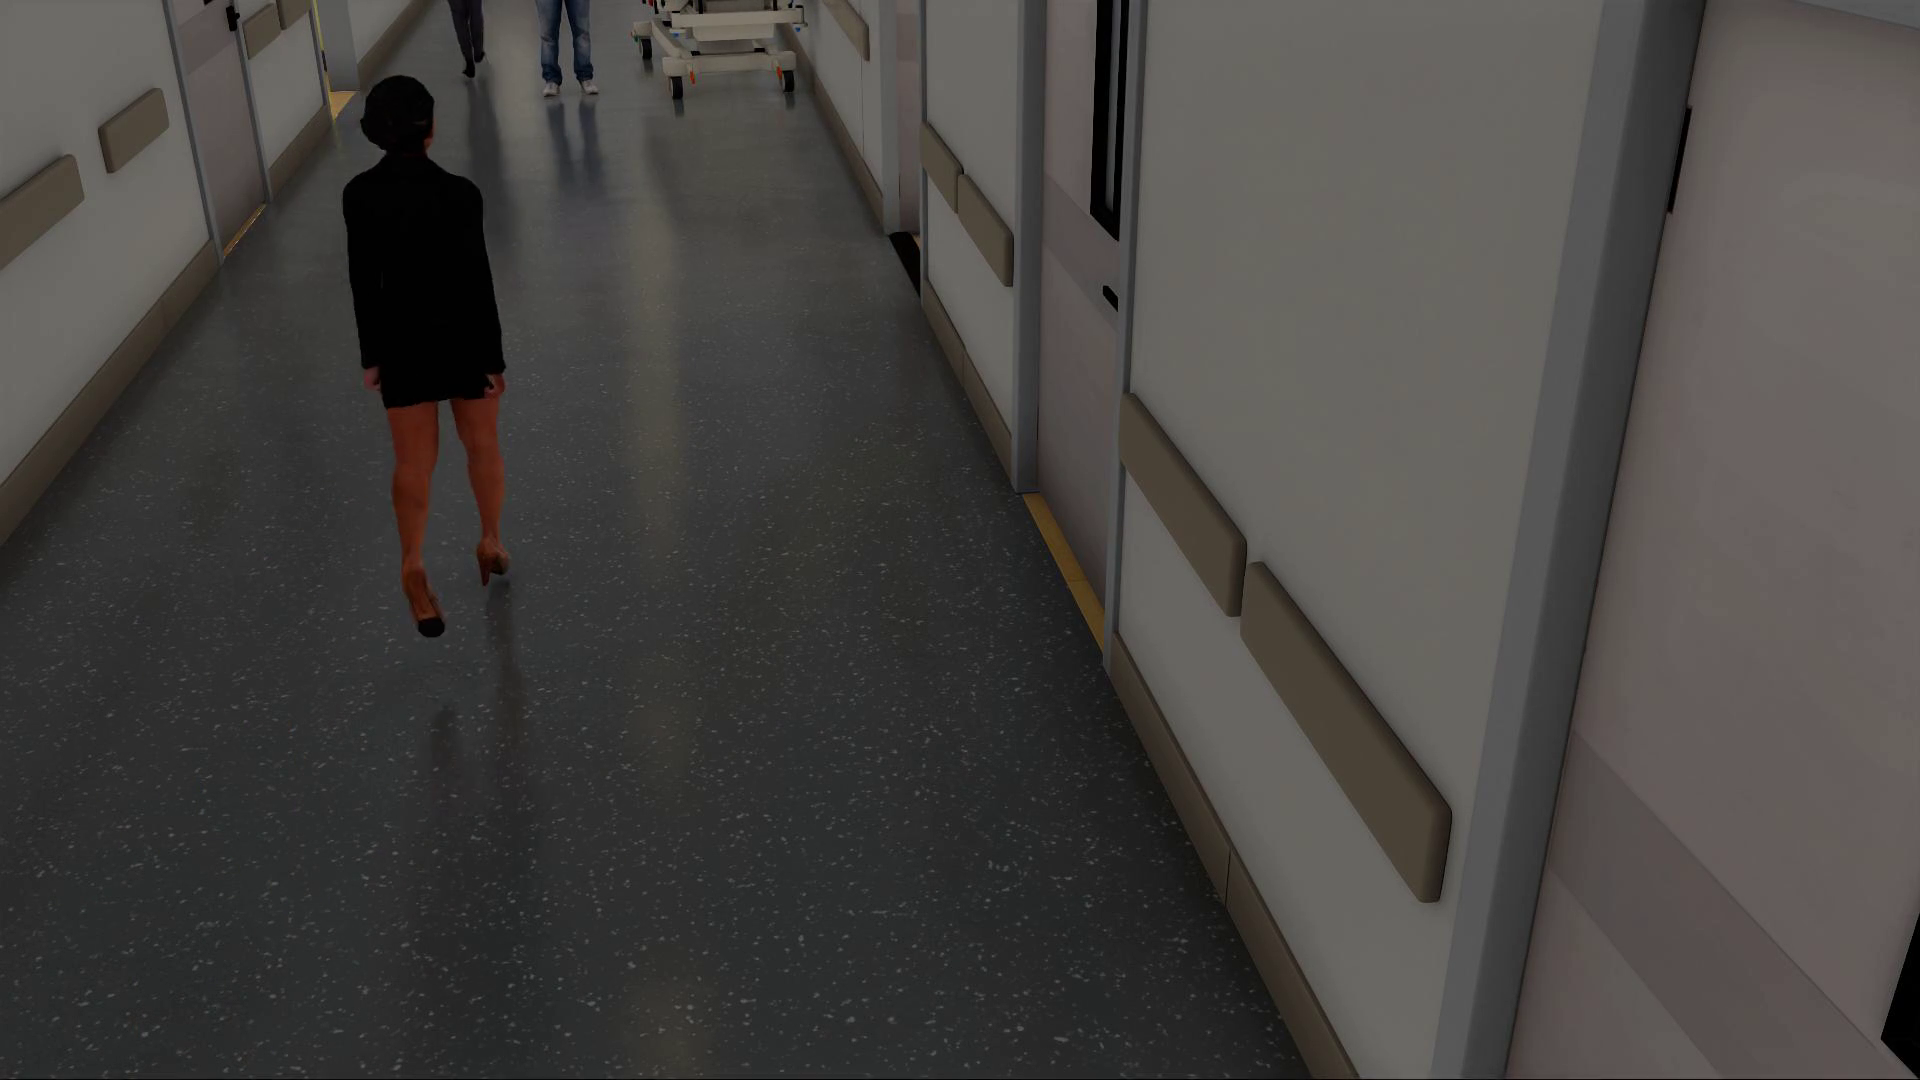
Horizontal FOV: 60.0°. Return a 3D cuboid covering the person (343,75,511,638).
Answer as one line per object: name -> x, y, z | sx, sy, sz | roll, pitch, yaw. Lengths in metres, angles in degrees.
person -> -1.517, -0.477, 4.785 | 0.944, 1.615, 0.683 | -2, 26, -5

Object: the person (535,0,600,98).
person -> -2.967, -4.248, 12.390 | 0.533, 1.802, 0.705 | -7, 27, -13
